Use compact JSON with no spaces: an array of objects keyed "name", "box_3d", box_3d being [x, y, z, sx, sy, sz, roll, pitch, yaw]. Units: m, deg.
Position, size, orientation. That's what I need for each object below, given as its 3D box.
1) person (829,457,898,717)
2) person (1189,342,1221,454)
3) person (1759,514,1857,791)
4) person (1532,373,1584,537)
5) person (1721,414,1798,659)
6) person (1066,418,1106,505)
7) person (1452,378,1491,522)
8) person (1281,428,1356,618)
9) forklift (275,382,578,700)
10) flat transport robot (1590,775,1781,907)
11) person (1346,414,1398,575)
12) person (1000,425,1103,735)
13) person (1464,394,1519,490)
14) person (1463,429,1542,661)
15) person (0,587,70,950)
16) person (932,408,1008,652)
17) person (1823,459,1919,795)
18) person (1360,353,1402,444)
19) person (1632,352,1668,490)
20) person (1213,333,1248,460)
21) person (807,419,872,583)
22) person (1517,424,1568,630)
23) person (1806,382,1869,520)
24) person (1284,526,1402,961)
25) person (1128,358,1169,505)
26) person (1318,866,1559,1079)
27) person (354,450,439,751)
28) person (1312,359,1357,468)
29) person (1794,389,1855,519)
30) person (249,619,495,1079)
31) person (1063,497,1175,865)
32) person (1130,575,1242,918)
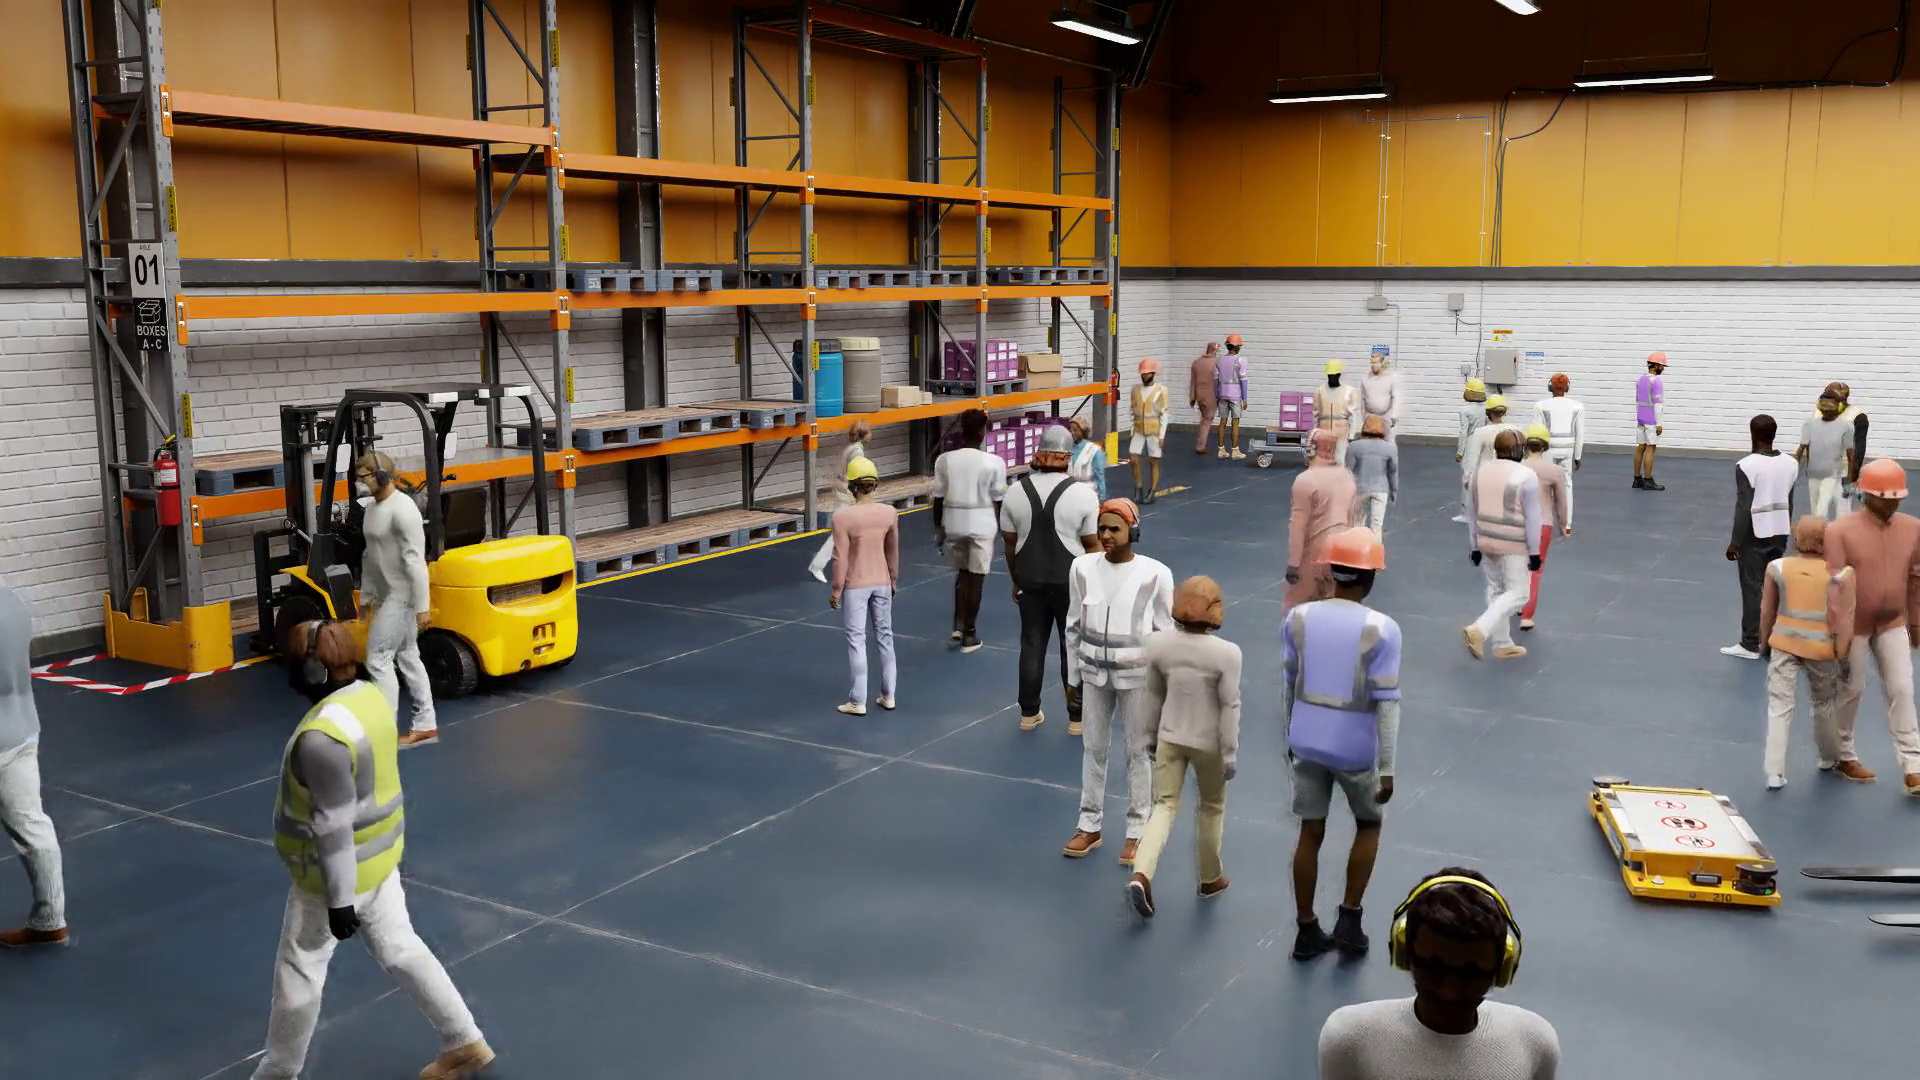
[{"name":"person","box_3d":[-0.661,0.315,11.365,0.533,1.767,0.327,-6,11,-35]},{"name":"person","box_3d":[4.189,-2.375,27.833,0.679,1.872,0.656,-8,12,-42]},{"name":"person","box_3d":[4.996,0.647,9.813,0.530,1.594,0.850,7,12,38]},{"name":"person","box_3d":[6.799,-0.963,18.974,0.583,1.882,0.337,0,9,2]},{"name":"person","box_3d":[6.269,-0.023,13.011,0.590,1.916,0.389,-4,10,-23]},{"name":"person","box_3d":[1.097,-0.380,16.181,0.545,1.599,0.807,8,12,40]},{"name":"person","box_3d":[6.219,-1.087,20.177,0.493,1.746,0.282,-5,10,-26]},{"name":"person","box_3d":[2.642,0.130,12.144,0.658,1.884,0.522,-8,12,-43]},{"name":"forklift","box_3d":[-3.974,-0.067,12.417,2.313,2.155,1.214,5,11,30]},{"name":"flat transport robot","box_3d":[3.679,1.515,8.525,0.652,0.197,1.431,2,9,12]},{"name":"person","box_3d":[4.153,-0.475,16.804,0.516,1.602,0.754,2,9,14]},{"name":"person","box_3d":[0.636,0.249,10.920,0.682,2.000,0.538,4,10,24]},{"name":"person","box_3d":[5.566,-0.662,17.489,0.552,1.742,0.621,-2,9,-14]},{"name":"person","box_3d":[4.156,0.056,12.804,0.674,1.827,0.635,-5,10,-27]},{"name":"person","box_3d":[-4.327,0.897,7.276,0.745,1.909,0.654,0,9,-1]},{"name":"person","box_3d":[0.116,-0.086,13.291,0.616,1.944,0.505,4,10,25]},{"name":"person","box_3d":[5.307,0.512,9.557,0.679,1.949,0.858,0,9,-1]},{"name":"person","box_3d":[6.211,-1.841,24.541,0.643,1.863,0.984,6,11,31]},{"name":"person","box_3d":[9.631,-1.656,23.167,0.373,1.928,0.543,-1,9,-8]},{"name":"person","box_3d":[4.415,-2.328,27.001,0.615,2.041,0.391,8,12,42]},{"name":"person","box_3d":[-1.159,-0.386,16.283,0.704,1.599,0.531,-1,9,-7]},{"name":"person","box_3d":[4.919,-0.133,14.266,0.554,1.719,0.880,4,10,25]},{"name":"person","box_3d":[9.510,-0.805,18.128,0.429,1.839,0.629,-5,10,-30]},{"name":"person","box_3d":[1.656,0.898,7.266,0.580,1.914,0.477,6,11,35]},{"name":"person","box_3d":[2.394,-1.390,21.520,0.578,1.917,0.607,6,11,32]},{"name":"person","box_3d":[0.945,1.551,3.350,0.517,1.865,0.328,-1,9,-3]},{"name":"person","box_3d":[-3.631,0.401,10.372,0.754,1.911,0.646,-7,11,-36]},{"name":"person","box_3d":[4.799,-1.367,21.454,0.588,1.904,0.722,4,10,24]},{"name":"person","box_3d":[8.696,-0.604,16.885,0.855,1.831,0.536,-7,11,-37]},{"name":"person","box_3d":[-2.181,1.160,6.006,0.952,1.802,0.644,0,9,-1]},{"name":"person","box_3d":[0.802,0.717,8.493,0.575,1.882,0.360,5,10,27]},{"name":"person","box_3d":[1.066,0.963,7.815,0.505,1.606,0.739,6,11,32]}]
